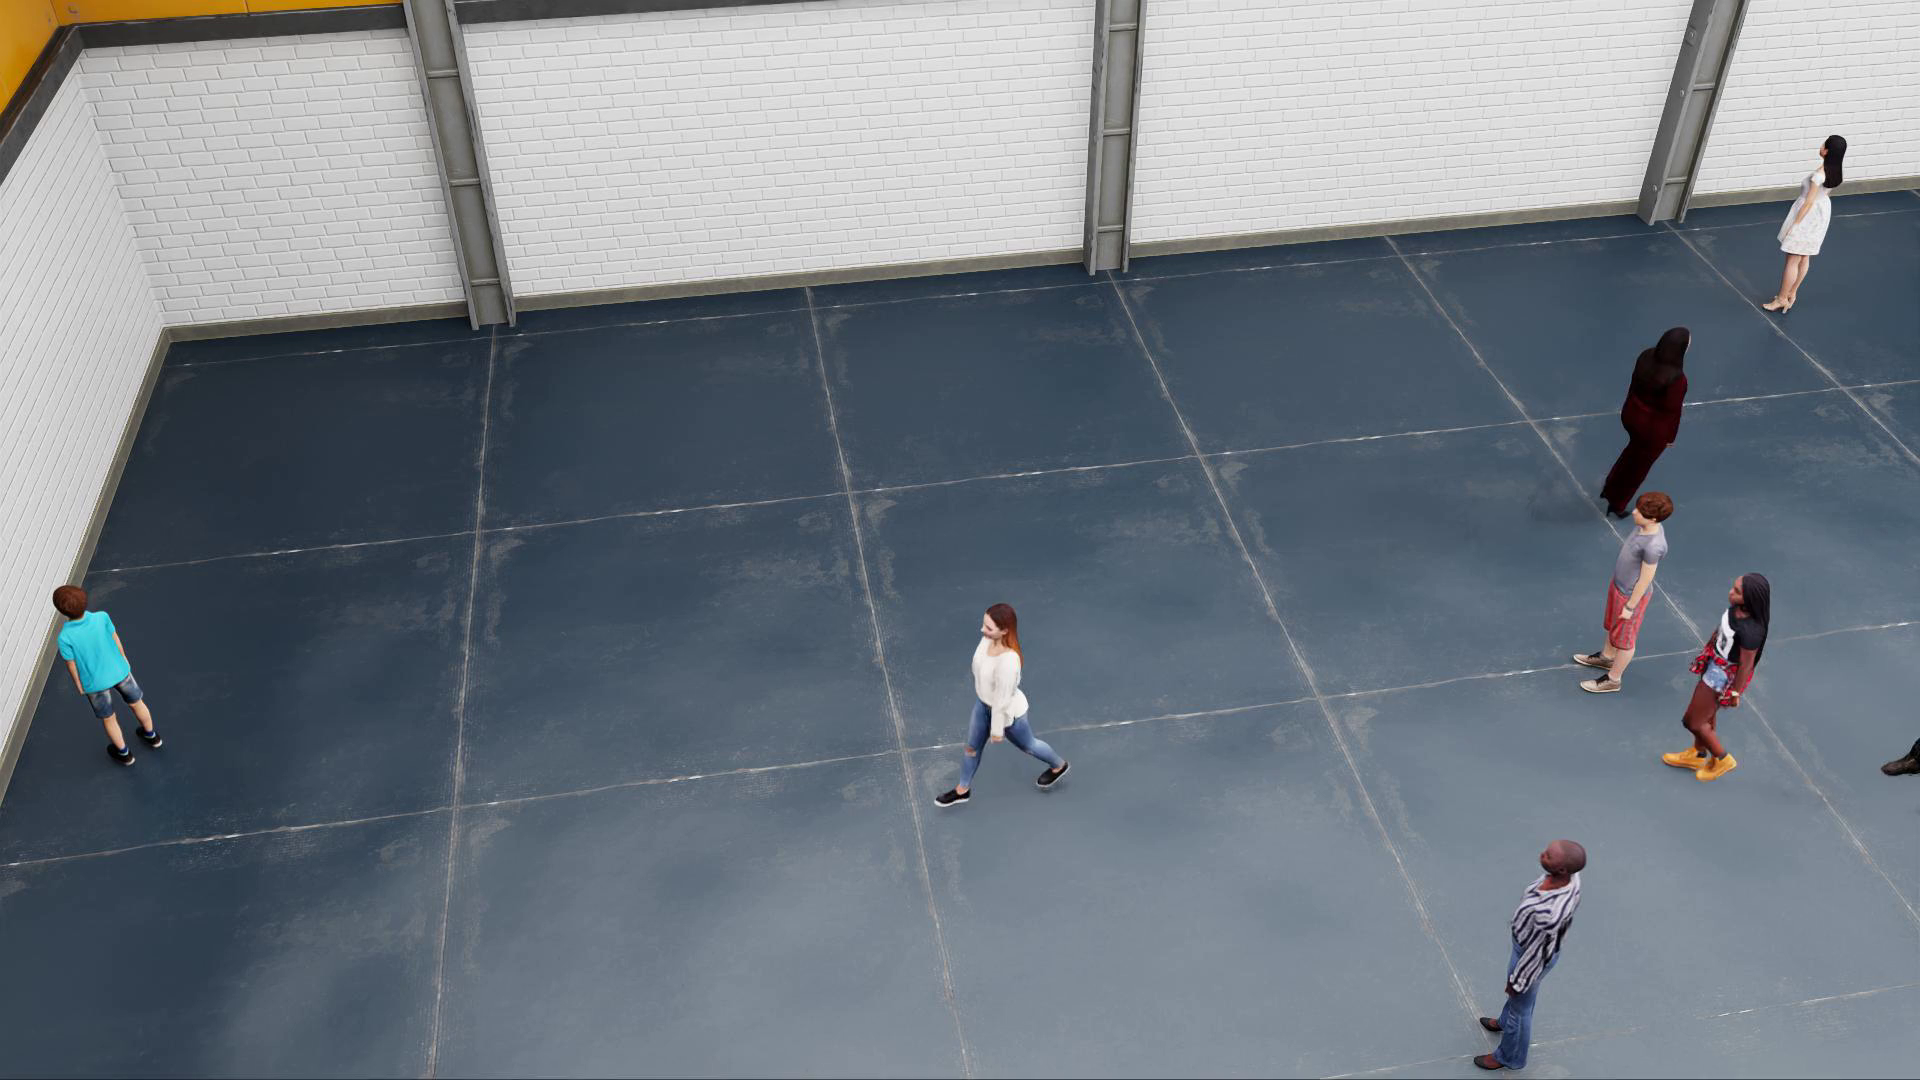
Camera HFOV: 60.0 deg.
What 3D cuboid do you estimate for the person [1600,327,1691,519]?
[{"bbox_3d":[5.270,-0.891,12.967,0.719,1.749,0.705,-10,40,-12],"label":"person"}]

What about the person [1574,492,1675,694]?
[{"bbox_3d":[4.640,0.348,11.494,0.626,1.651,0.645,5,39,7],"label":"person"}]

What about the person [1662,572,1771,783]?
[{"bbox_3d":[5.026,0.907,10.747,0.809,1.711,0.732,8,39,10],"label":"person"}]

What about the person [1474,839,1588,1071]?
[{"bbox_3d":[3.107,2.241,9.007,0.709,1.796,0.699,15,41,18],"label":"person"}]

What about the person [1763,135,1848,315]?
[{"bbox_3d":[7.904,-2.947,15.520,0.730,1.775,0.822,-26,46,-29],"label":"person"}]

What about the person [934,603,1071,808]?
[{"bbox_3d":[0.351,1.060,10.603,1.191,1.651,0.715,-11,40,-14],"label":"person"}]

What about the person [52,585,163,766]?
[{"bbox_3d":[-5.659,0.871,11.000,0.650,1.450,0.575,29,47,31],"label":"person"}]
